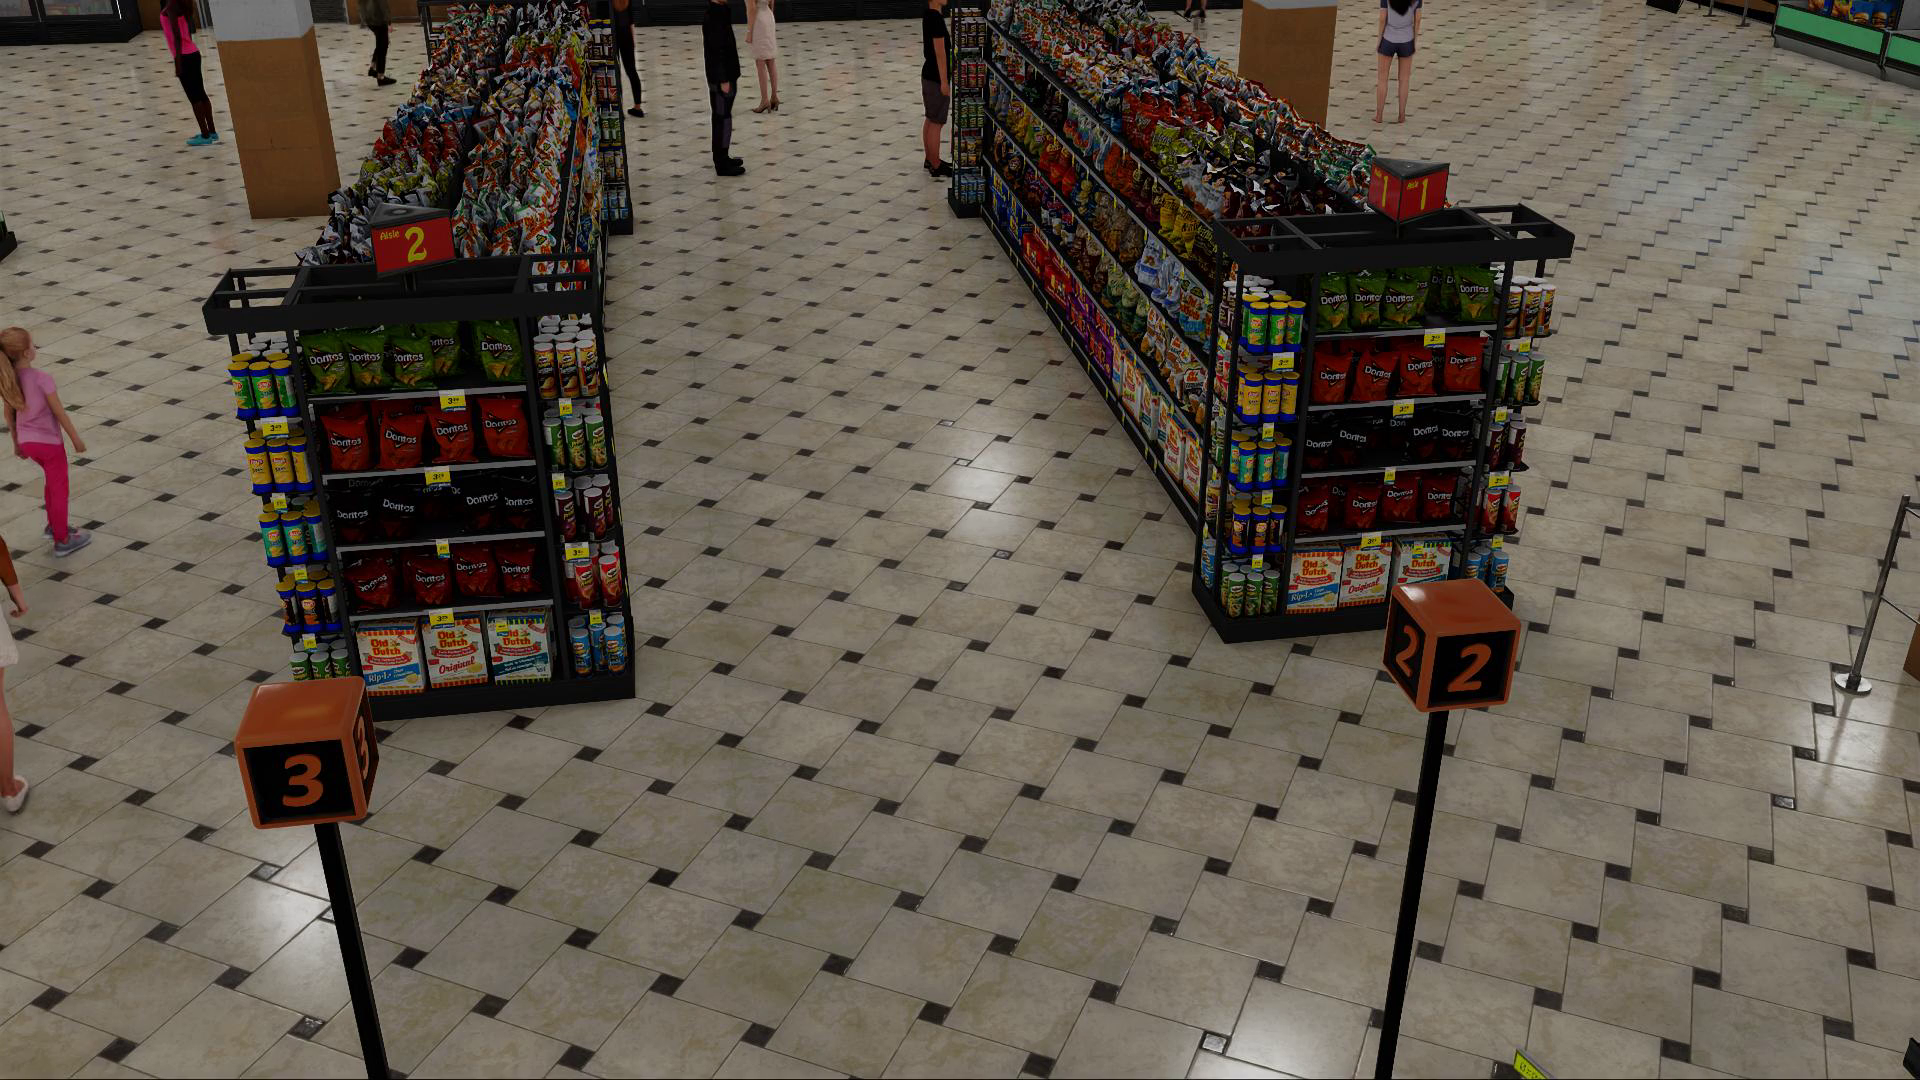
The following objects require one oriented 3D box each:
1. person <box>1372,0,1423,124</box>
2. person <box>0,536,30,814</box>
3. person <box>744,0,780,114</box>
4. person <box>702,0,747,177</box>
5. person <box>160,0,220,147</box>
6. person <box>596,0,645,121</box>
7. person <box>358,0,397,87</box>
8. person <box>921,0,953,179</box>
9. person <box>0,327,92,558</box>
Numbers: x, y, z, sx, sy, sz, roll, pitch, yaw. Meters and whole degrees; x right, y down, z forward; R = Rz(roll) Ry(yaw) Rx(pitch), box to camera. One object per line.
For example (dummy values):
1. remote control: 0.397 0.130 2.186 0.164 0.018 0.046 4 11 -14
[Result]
1. person: 4.722 -5.393 17.994 0.646 1.705 0.609 3 27 5
2. person: -4.051 0.349 6.682 0.755 1.696 0.888 -12 29 -22
3. person: -2.186 -5.627 18.420 0.744 1.736 0.681 17 31 30
4. person: -2.307 -4.465 16.016 0.776 1.839 0.488 -4 27 -8
5. person: -7.937 -4.937 17.076 0.659 1.722 0.526 0 27 -1
6. person: -3.723 -5.465 18.135 0.688 1.705 0.708 -21 33 -35
7. person: -6.976 -6.133 19.717 0.677 1.466 0.760 24 35 39
8. person: -0.232 -4.450 15.960 0.737 1.862 0.510 -5 27 -11
9. person: -4.923 -0.501 8.838 0.586 1.262 0.629 9 28 18
